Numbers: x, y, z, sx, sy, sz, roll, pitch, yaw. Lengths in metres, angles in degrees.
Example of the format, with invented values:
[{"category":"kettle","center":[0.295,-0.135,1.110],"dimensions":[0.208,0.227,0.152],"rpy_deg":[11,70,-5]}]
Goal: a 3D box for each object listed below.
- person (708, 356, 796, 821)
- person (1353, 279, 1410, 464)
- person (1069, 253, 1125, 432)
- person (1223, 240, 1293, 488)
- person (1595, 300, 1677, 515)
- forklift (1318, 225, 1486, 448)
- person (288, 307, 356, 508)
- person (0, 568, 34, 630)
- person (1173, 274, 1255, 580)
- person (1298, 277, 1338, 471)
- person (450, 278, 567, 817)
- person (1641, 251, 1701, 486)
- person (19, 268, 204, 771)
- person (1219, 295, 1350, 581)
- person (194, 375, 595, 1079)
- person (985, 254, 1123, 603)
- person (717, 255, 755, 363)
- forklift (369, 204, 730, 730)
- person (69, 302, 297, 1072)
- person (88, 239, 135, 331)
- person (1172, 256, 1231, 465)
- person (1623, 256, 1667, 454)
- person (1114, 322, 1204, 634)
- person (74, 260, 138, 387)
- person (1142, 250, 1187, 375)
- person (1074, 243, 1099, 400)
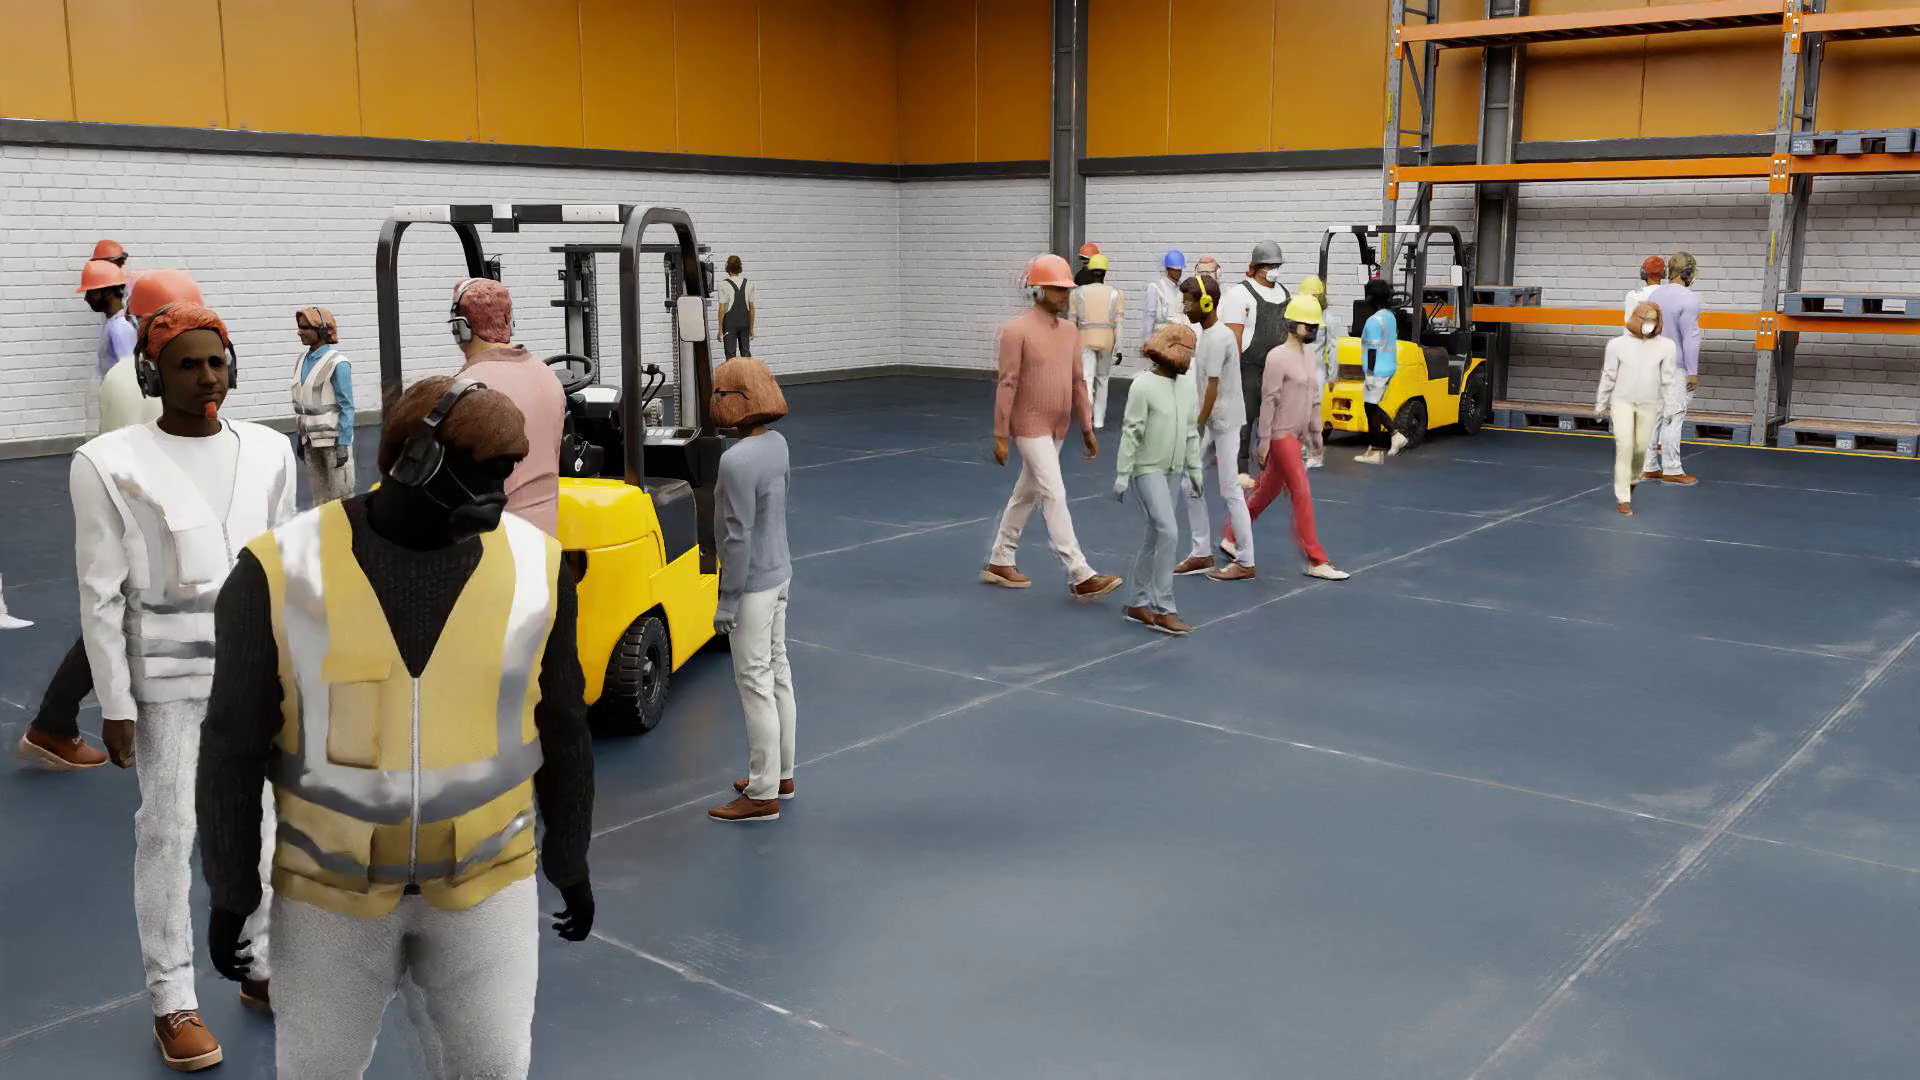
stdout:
[{"category":"person","center":[-0.737,0.173,5.869],"dimensions":[0.286,1.633,0.500],"rpy_deg":[2,10,11]},{"category":"person","center":[3.806,-1.520,15.078],"dimensions":[0.404,1.684,0.553],"rpy_deg":[6,12,31]},{"category":"person","center":[1.448,-2.096,17.718],"dimensions":[0.597,1.898,0.855],"rpy_deg":[1,10,4]},{"category":"person","center":[2.529,-1.449,13.729],"dimensions":[0.690,2.000,0.538],"rpy_deg":[-7,12,-33]},{"category":"person","center":[5.103,-1.020,12.585],"dimensions":[0.542,1.598,0.754],"rpy_deg":[2,10,12]},{"category":"forklift","center":[4.449,-2.115,16.993],"dimensions":[1.214,2.155,2.313],"rpy_deg":[8,13,38]},{"category":"person","center":[-3.816,-0.575,9.999],"dimensions":[0.512,1.639,0.311],"rpy_deg":[8,13,37]},{"category":"person","center":[-5.241,-0.310,8.594],"dimensions":[0.607,1.624,0.519],"rpy_deg":[-5,11,-25]},{"category":"person","center":[1.530,-0.658,9.925],"dimensions":[0.499,1.841,0.511],"rpy_deg":[-1,10,-3]},{"category":"person","center":[3.056,-1.455,14.688],"dimensions":[0.721,1.717,0.500],"rpy_deg":[-8,13,-38]},{"category":"person","center":[-1.641,0.036,5.882],"dimensions":[0.400,1.903,0.644],"rpy_deg":[3,11,15]},{"category":"person","center":[5.937,-1.421,13.866],"dimensions":[0.373,1.938,0.628],"rpy_deg":[-2,11,-13]},{"category":"person","center":[-3.118,-0.058,6.340],"dimensions":[1.038,1.938,0.669],"rpy_deg":[1,10,4]},{"category":"person","center":[1.980,-0.641,10.178],"dimensions":[0.935,1.711,0.528],"rpy_deg":[8,13,37]},{"category":"person","center":[-1.067,0.612,3.008],"dimensions":[0.816,1.805,0.430],"rpy_deg":[-4,11,-20]},{"category":"person","center":[0.522,-0.634,9.461],"dimensions":[1.029,1.942,0.629],"rpy_deg":[8,13,39]},{"category":"person","center":[-2.845,-2.678,21.081],"dimensions":[0.507,1.846,0.345],"rpy_deg":[-6,12,-32]},{"category":"forklift","center":[-1.766,-0.406,7.525],"dimensions":[1.214,2.155,2.313],"rpy_deg":[1,10,7]},{"category":"person","center":[-1.881,0.355,4.173],"dimensions":[0.356,1.883,0.573],"rpy_deg":[7,13,35]},{"category":"person","center":[-7.904,-1.792,15.631],"dimensions":[0.394,2.039,0.614],"rpy_deg":[-2,10,-12]},{"category":"person","center":[2.201,-1.623,15.121],"dimensions":[0.650,1.892,0.507],"rpy_deg":[6,12,28]},{"category":"person","center":[6.556,-1.746,15.811],"dimensions":[0.582,1.880,0.338],"rpy_deg":[-1,10,-7]},{"category":"person","center":[1.111,-0.315,8.635],"dimensions":[0.533,1.604,0.664],"rpy_deg":[-10,14,-43]},{"category":"person","center":[-5.218,-0.809,10.537],"dimensions":[0.582,1.914,0.543],"rpy_deg":[-3,11,-18]},{"category":"person","center":[2.294,-2.155,17.957],"dimensions":[0.709,1.920,0.466],"rpy_deg":[-6,12,-31]},{"category":"person","center":[1.636,-2.787,21.259],"dimensions":[0.373,1.997,0.615],"rpy_deg":[-3,11,-15]}]
